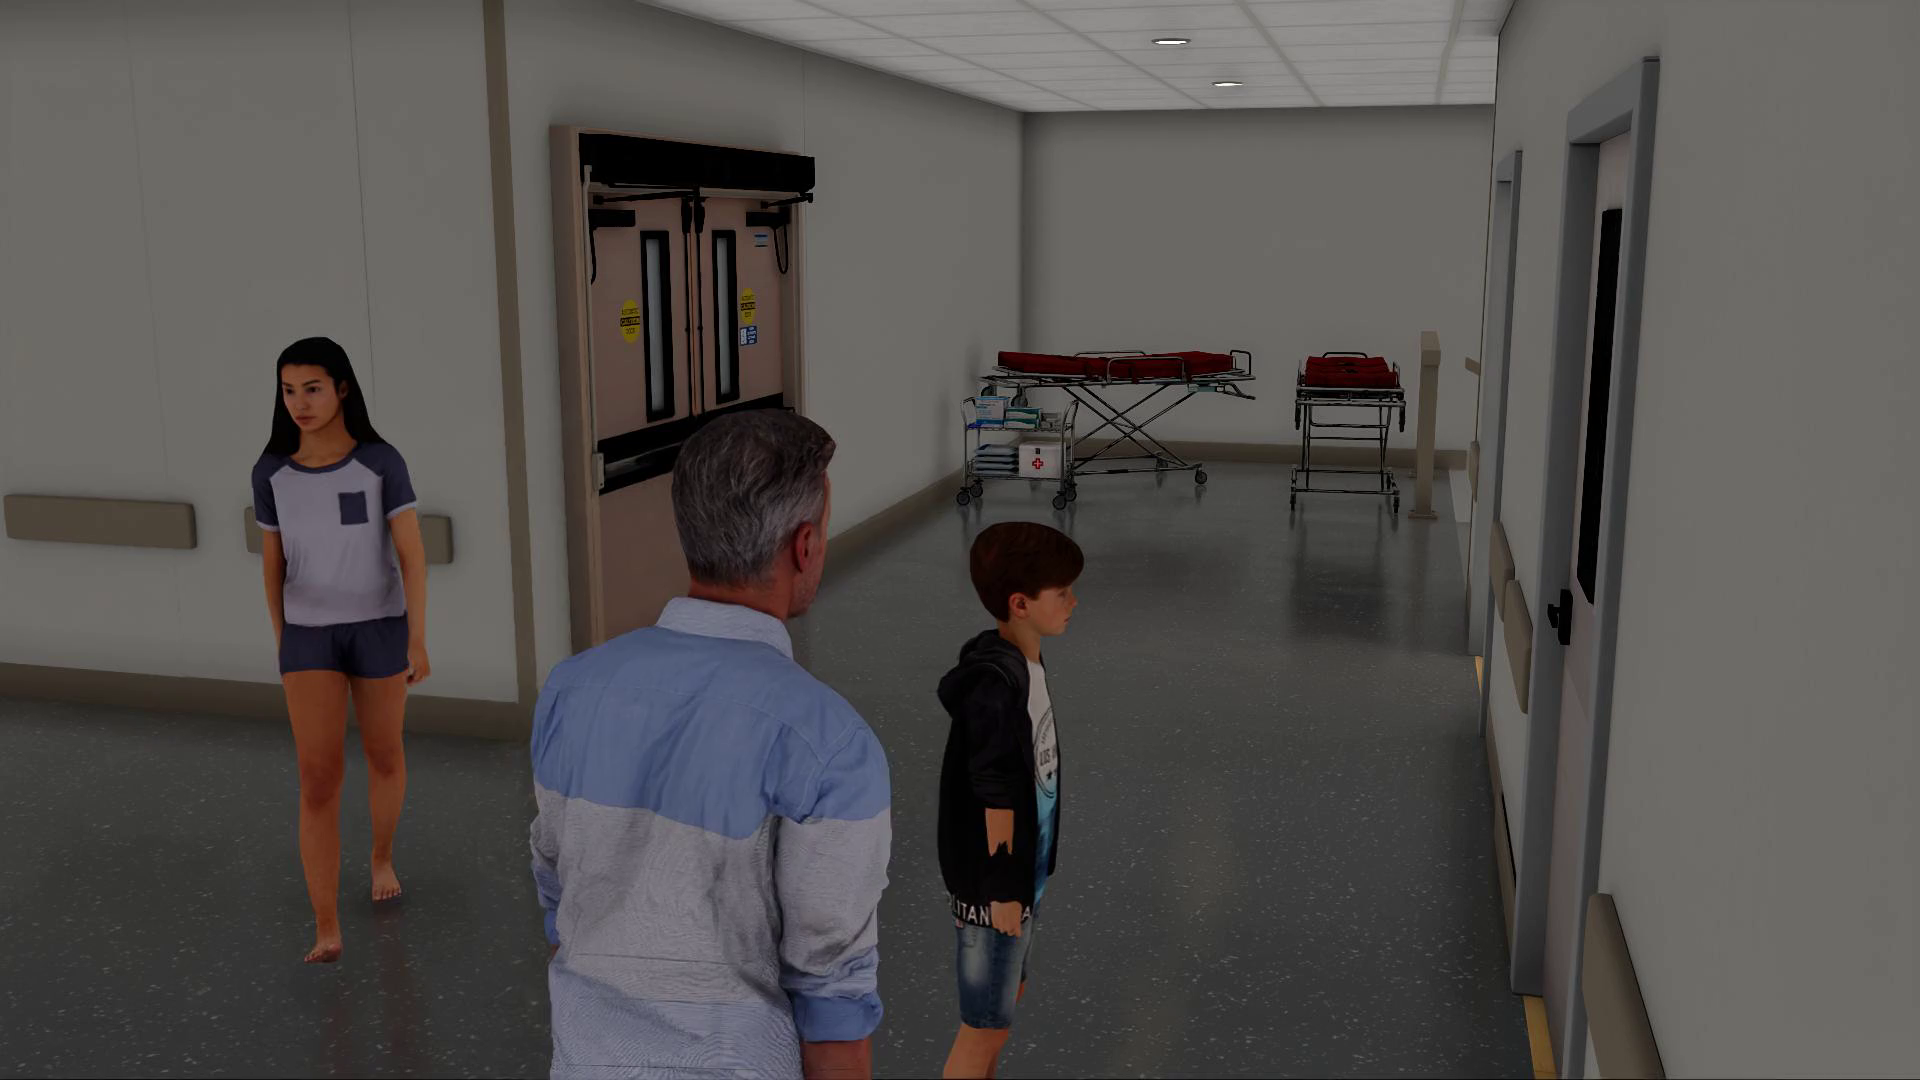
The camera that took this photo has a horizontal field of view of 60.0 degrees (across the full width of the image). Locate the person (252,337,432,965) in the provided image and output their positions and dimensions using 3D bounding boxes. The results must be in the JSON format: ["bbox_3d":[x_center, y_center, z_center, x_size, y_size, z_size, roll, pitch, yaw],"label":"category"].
[{"bbox_3d":[-1.751,0.294,4.802,0.970,1.685,1.183,-3,11,-16],"label":"person"}]

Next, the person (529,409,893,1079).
[{"bbox_3d":[-0.364,0.763,2.017,0.861,1.802,1.046,5,12,26],"label":"person"}]

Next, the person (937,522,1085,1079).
[{"bbox_3d":[0.080,0.671,3.465,0.603,1.442,0.458,2,11,12],"label":"person"}]
